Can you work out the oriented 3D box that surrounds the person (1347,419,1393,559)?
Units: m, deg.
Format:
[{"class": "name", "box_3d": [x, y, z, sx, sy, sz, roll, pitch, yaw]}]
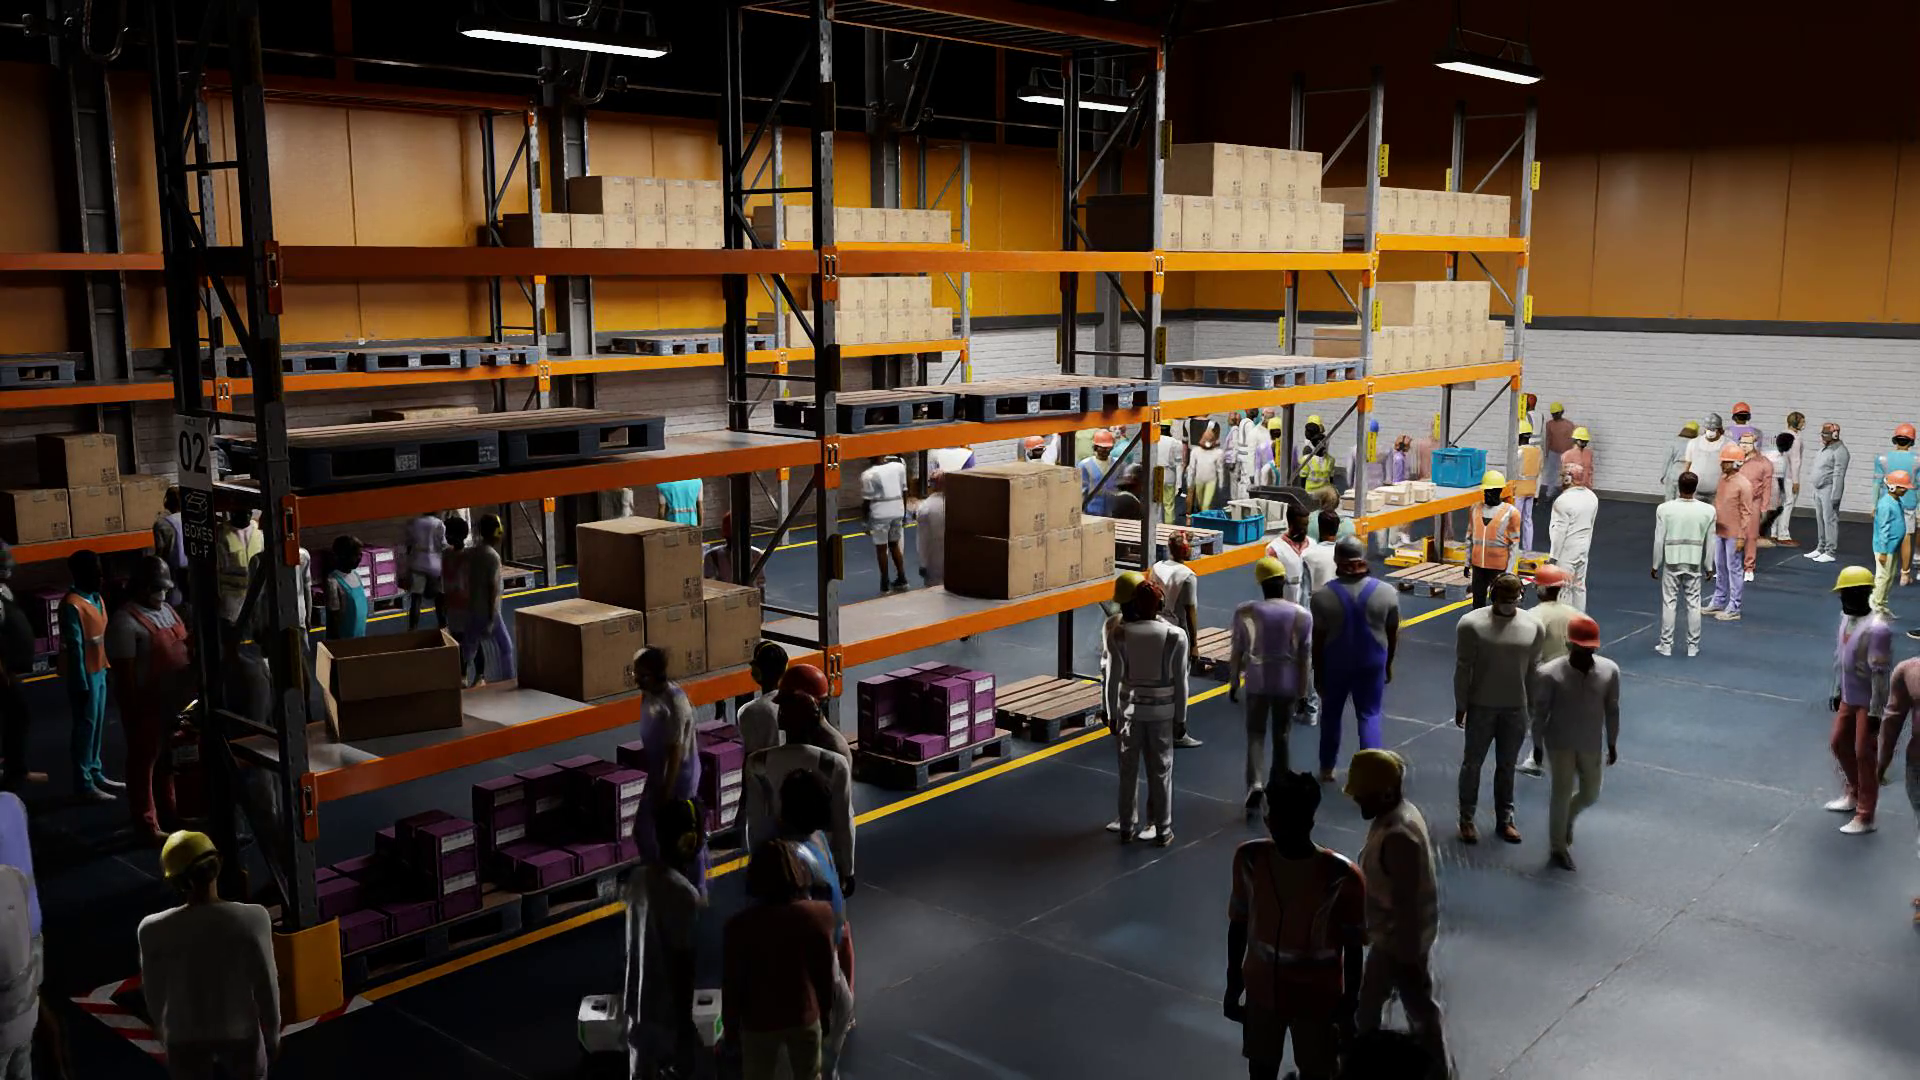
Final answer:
[{"class": "person", "box_3d": [5.595, -0.683, 22.727, 0.633, 1.914, 0.640, 3, 10, 18]}]

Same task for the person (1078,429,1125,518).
[{"class": "person", "box_3d": [1.740, -0.354, 20.443, 0.608, 2.033, 0.427, -2, 10, -13]}]

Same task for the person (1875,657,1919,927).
[{"class": "person", "box_3d": [5.984, 1.414, 10.246, 0.870, 1.901, 0.653, -8, 12, -39]}]

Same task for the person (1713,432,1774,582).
[{"class": "person", "box_3d": [9.987, -0.426, 21.231, 0.639, 1.908, 0.409, 7, 12, 37]}]

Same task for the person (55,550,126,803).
[{"class": "person", "box_3d": [-6.599, 1.019, 12.568, 0.386, 1.918, 0.590, -2, 10, -12]}]

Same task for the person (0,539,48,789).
[{"class": "person", "box_3d": [-7.384, 0.923, 12.772, 0.643, 2.000, 0.709, -4, 10, -24]}]

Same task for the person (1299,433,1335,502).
[{"class": "person", "box_3d": [4.968, -0.643, 23.146, 0.534, 1.697, 0.322, -2, 10, -13]}]

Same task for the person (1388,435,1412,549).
[{"class": "person", "box_3d": [6.208, -0.675, 23.539, 0.313, 1.631, 0.527, 2, 10, 12]}]

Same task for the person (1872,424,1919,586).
[{"class": "person", "box_3d": [11.810, -0.445, 20.933, 0.605, 2.044, 0.375, 6, 11, 33]}]

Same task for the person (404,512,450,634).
[{"class": "person", "box_3d": [-5.667, 0.301, 17.660, 0.537, 1.651, 0.884, 0, 10, 1]}]

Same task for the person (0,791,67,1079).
[{"class": "person", "box_3d": [-4.547, 1.823, 7.780, 0.675, 1.914, 0.547, 1, 10, 4]}]

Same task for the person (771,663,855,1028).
[{"class": "person", "box_3d": [-0.783, 1.620, 8.791, 0.408, 1.986, 0.618, -6, 11, -32]}]

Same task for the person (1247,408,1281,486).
[{"class": "person", "box_3d": [4.594, -1.040, 24.934, 0.657, 1.895, 0.402, -6, 11, -33]}]

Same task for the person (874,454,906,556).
[{"class": "person", "box_3d": [-0.965, -0.585, 23.004, 0.509, 1.629, 0.315, -7, 12, -35]}]

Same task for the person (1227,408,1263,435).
[{"class": "person", "box_3d": [4.835, -1.626, 28.151, 0.626, 1.994, 0.397, 1, 10, 7]}]

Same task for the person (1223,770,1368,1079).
[{"class": "person", "box_3d": [1.403, 1.917, 7.061, 0.613, 1.962, 0.362, 6, 11, 33]}]

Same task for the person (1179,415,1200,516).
[{"class": "person", "box_3d": [3.688, -1.301, 26.397, 0.386, 1.929, 0.543, -5, 11, -25]}]

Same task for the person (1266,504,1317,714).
[{"class": "person", "box_3d": [2.982, 0.614, 15.023, 0.597, 1.909, 0.405, -7, 12, -35]}]

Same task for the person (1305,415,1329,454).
[{"class": "person", "box_3d": [5.424, -1.048, 25.460, 0.483, 1.737, 0.319, -6, 11, -33]}]

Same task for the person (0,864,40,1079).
[{"class": "person", "box_3d": [-3.958, 1.993, 6.765, 0.401, 1.931, 0.688, -1, 10, -4]}]

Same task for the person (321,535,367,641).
[{"class": "person", "box_3d": [-5.021, 0.870, 13.686, 0.346, 1.843, 0.507, 0, 10, 3]}]

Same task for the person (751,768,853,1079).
[{"class": "person", "box_3d": [-0.666, 1.903, 7.614, 0.636, 1.815, 0.650, 0, 10, 0]}]

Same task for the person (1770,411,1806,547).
[{"class": "person", "box_3d": [11.876, -0.879, 23.834, 0.353, 1.937, 0.635, 1, 10, 7]}]

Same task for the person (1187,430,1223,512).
[{"class": "person", "box_3d": [3.663, -0.857, 24.735, 0.515, 1.597, 0.823, 4, 10, 22]}]

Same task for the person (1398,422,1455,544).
[{"class": "person", "box_3d": [6.725, -0.814, 23.717, 0.651, 1.861, 0.977, -7, 12, -36]}]

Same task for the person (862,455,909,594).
[{"class": "person", "box_3d": [-0.923, -0.291, 20.382, 0.651, 1.945, 0.434, -8, 12, -39]}]

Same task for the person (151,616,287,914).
[{"class": "person", "box_3d": [-4.562, 1.411, 10.266, 0.651, 1.896, 0.954, 7, 12, 35]}]

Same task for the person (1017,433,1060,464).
[{"class": "person", "box_3d": [1.137, -0.820, 23.178, 0.687, 2.000, 0.535, 1, 10, 4]}]

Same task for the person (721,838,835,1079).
[{"class": "person", "box_3d": [-0.774, 2.075, 7.137, 0.503, 1.627, 0.277, -4, 10, -22]}]

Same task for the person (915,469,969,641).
[{"class": "person", "box_3d": [-0.169, 0.189, 17.618, 0.640, 1.883, 0.620, -4, 10, -20]}]

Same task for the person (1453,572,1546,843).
[{"class": "person", "box_3d": [3.768, 1.164, 11.656, 0.627, 1.934, 0.370, 0, 10, 0]}]

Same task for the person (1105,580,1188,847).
[{"class": "person", "box_3d": [1.299, 1.205, 11.585, 0.575, 1.880, 0.359, 2, 10, 14]}]

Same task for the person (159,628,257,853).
[{"class": "person", "box_3d": [-4.934, 1.372, 11.086, 0.580, 1.722, 0.768, 3, 10, 20]}]

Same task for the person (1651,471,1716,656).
[{"class": "person", "box_3d": [7.462, 0.249, 17.165, 0.596, 1.916, 0.373, 2, 10, 12]}]

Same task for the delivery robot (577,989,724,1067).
[{"class": "delivery robot", "box_3d": [-1.511, 2.383, 8.203, 0.707, 0.478, 0.477, -1, 10, -7]}]

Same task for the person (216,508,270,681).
[{"class": "person", "box_3d": [-6.893, 0.484, 16.027, 0.630, 1.837, 0.429, -8, 12, -39]}]

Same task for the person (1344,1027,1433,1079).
[{"class": "person", "box_3d": [1.083, 2.346, 4.739, 0.944, 1.915, 0.663, -4, 10, -23]}]

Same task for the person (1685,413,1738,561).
[{"class": "person", "box_3d": [10.183, -0.728, 22.629, 0.681, 2.000, 0.535, 8, 12, 38]}]

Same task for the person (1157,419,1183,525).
[{"class": "person", "box_3d": [2.888, -0.837, 23.647, 0.587, 1.920, 0.396, 5, 11, 26]}]

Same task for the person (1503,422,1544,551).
[{"class": "person", "box_3d": [7.597, -0.644, 22.514, 0.592, 1.915, 0.391, -5, 11, -26]}]

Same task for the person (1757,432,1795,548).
[{"class": "person", "box_3d": [11.534, -0.698, 23.543, 0.422, 1.663, 0.558, 3, 10, 15]}]

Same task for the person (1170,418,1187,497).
[{"class": "person", "box_3d": [3.750, -1.546, 28.726, 0.499, 1.634, 0.285, -5, 11, -29]}]

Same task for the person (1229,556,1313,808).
[{"class": "person", "box_3d": [2.306, 1.072, 12.336, 0.603, 1.897, 0.608, 1, 10, 6]}]
